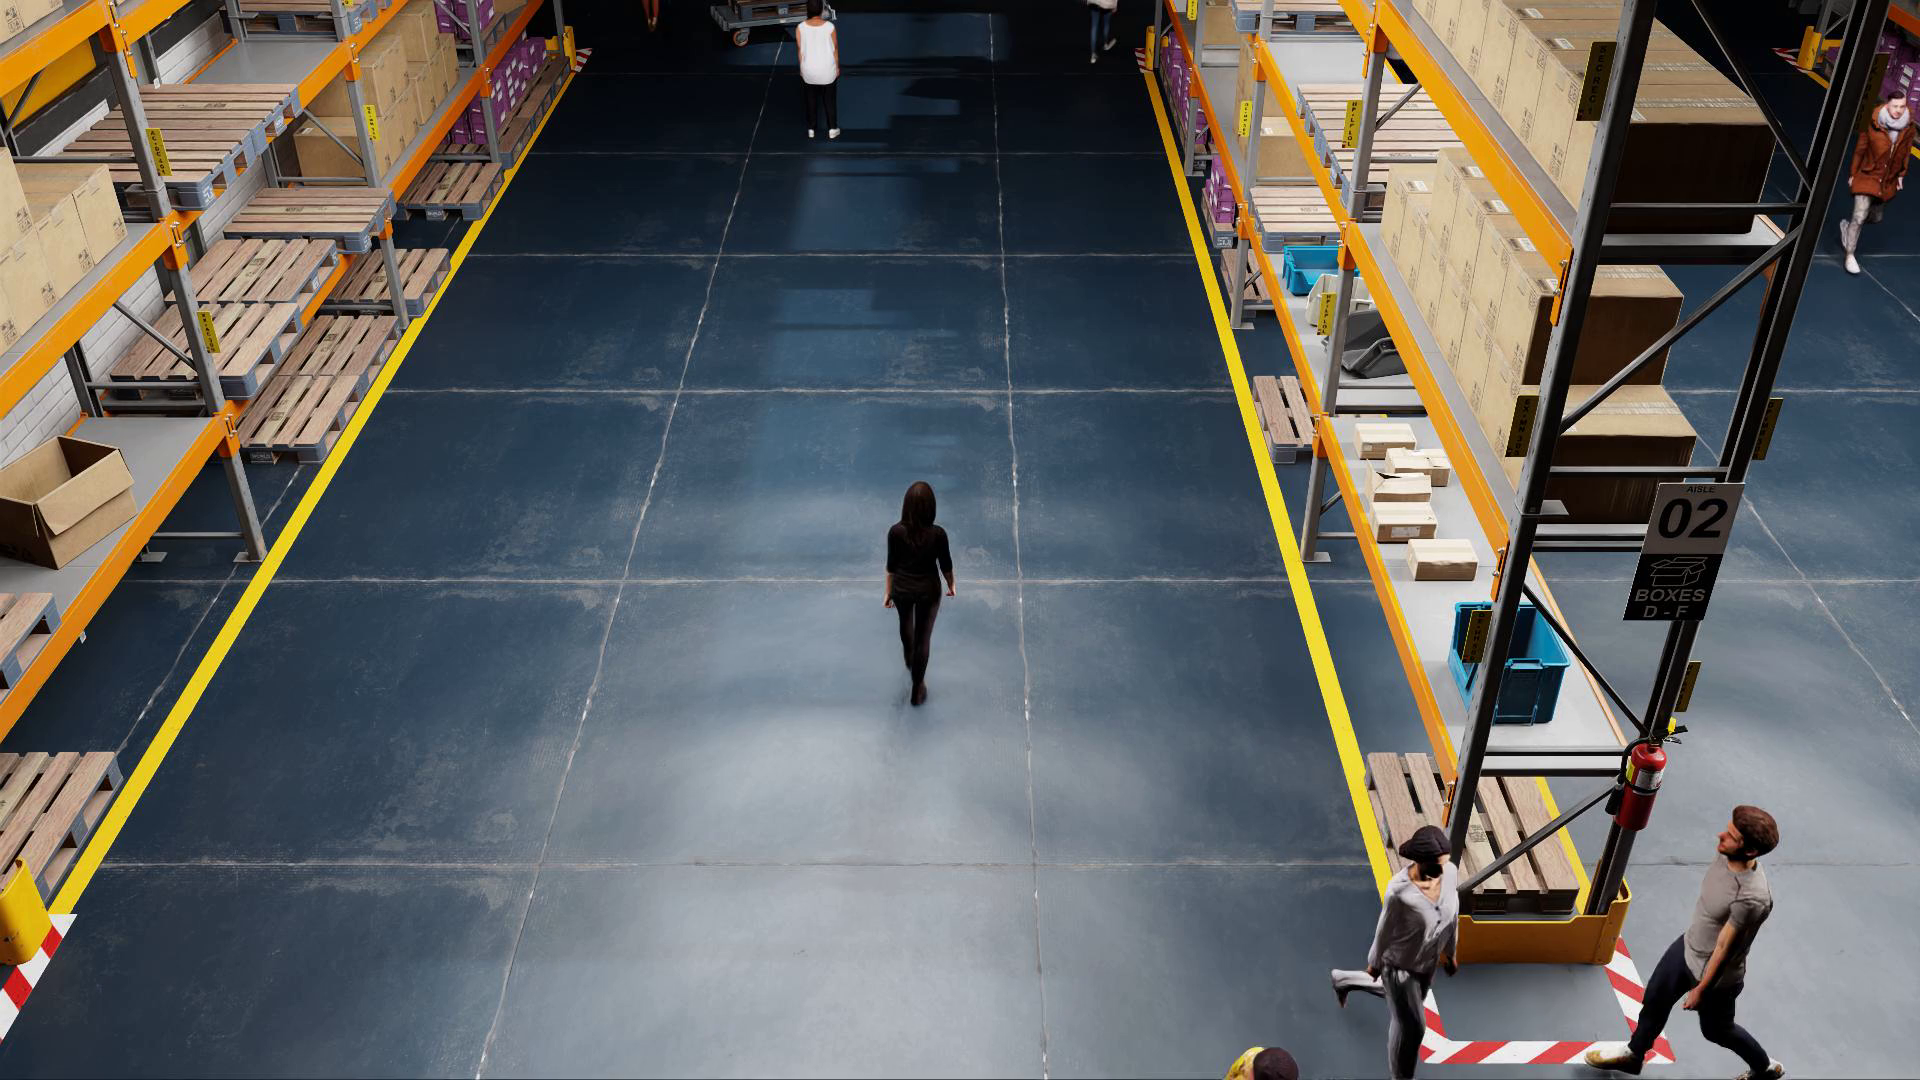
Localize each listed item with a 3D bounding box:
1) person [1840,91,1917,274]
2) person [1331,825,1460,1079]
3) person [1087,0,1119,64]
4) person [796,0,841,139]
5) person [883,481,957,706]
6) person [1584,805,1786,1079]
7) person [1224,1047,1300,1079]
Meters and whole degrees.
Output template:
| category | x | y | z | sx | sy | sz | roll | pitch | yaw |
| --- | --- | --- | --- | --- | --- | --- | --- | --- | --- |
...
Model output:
| category | x | y | z | sx | sy | sz | roll | pitch | yaw |
| --- | --- | --- | --- | --- | --- | --- | --- | --- | --- |
| person | 9.304 | -3.685 | 16.947 | 0.691 | 1.818 | 1.011 | 0 | 34 | 0 |
| person | 2.203 | 2.046 | 8.392 | 0.922 | 1.745 | 1.100 | -18 | 38 | -25 |
| person | 1.896 | -7.268 | 22.550 | 0.908 | 1.584 | 1.131 | 12 | 36 | 18 |
| person | -1.713 | -5.727 | 20.138 | 0.676 | 1.688 | 0.626 | 3 | 34 | 5 |
| person | -0.297 | 0.400 | 10.983 | 0.682 | 1.618 | 0.884 | 4 | 34 | 6 |
| person | 3.804 | 2.098 | 8.208 | 0.755 | 1.863 | 1.125 | 2 | 34 | 3 |
| person | 1.423 | 2.758 | 7.437 | 0.939 | 1.616 | 0.947 | -10 | 35 | -14 |
